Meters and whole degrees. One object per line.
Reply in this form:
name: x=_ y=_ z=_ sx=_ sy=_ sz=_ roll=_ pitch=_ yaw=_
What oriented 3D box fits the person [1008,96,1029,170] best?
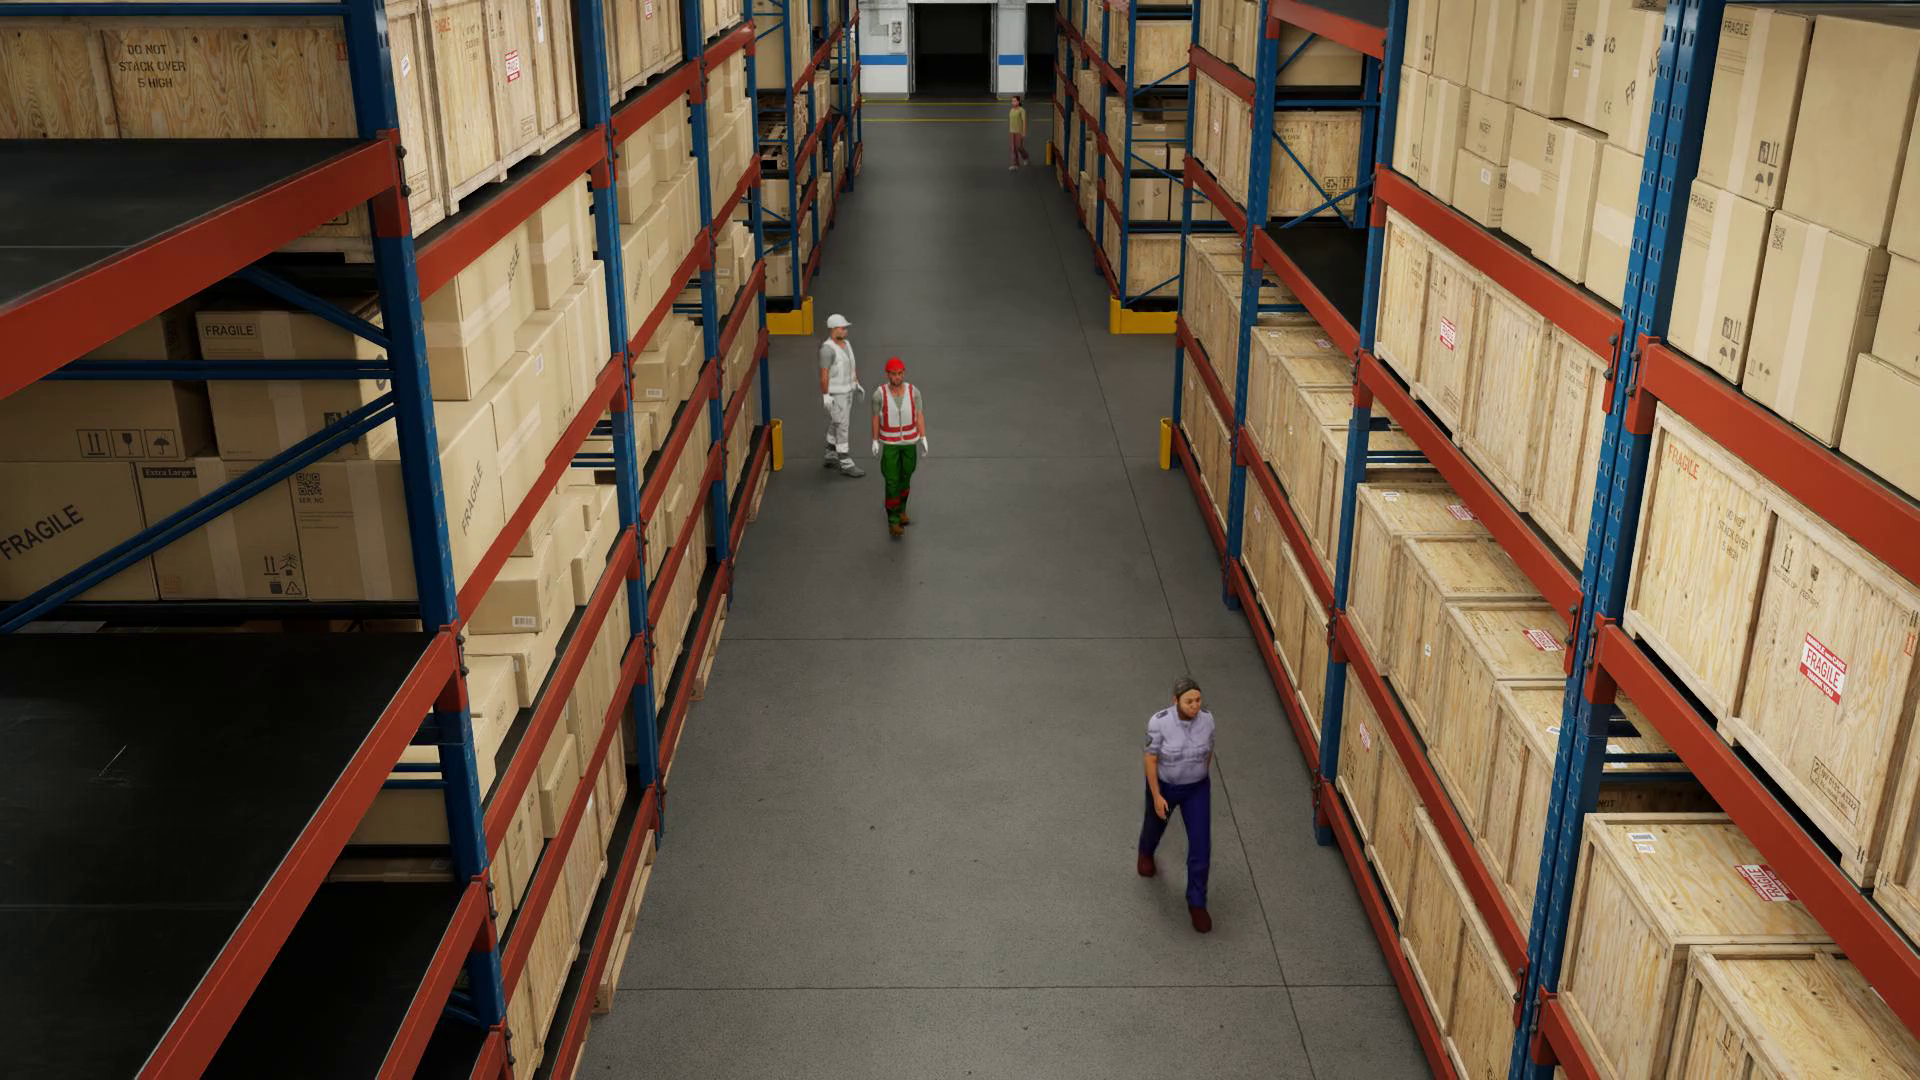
person: x=1.339 y=-9.462 z=38.603 sx=0.480 sy=1.658 sz=0.594 roll=16 pitch=27 yaw=35

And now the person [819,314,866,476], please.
person: x=-1.280 y=-1.645 z=18.649 sx=0.641 sy=1.787 sz=0.538 roll=10 pitch=24 yaw=23

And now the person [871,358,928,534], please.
person: x=-0.575 y=-0.949 z=16.872 sx=0.552 sy=1.774 sz=0.801 roll=-6 pitch=22 yaw=-15

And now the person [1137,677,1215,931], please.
person: x=1.397 y=1.585 z=10.705 sx=0.477 sy=1.604 sz=0.942 roll=-2 pitch=22 yaw=-6
